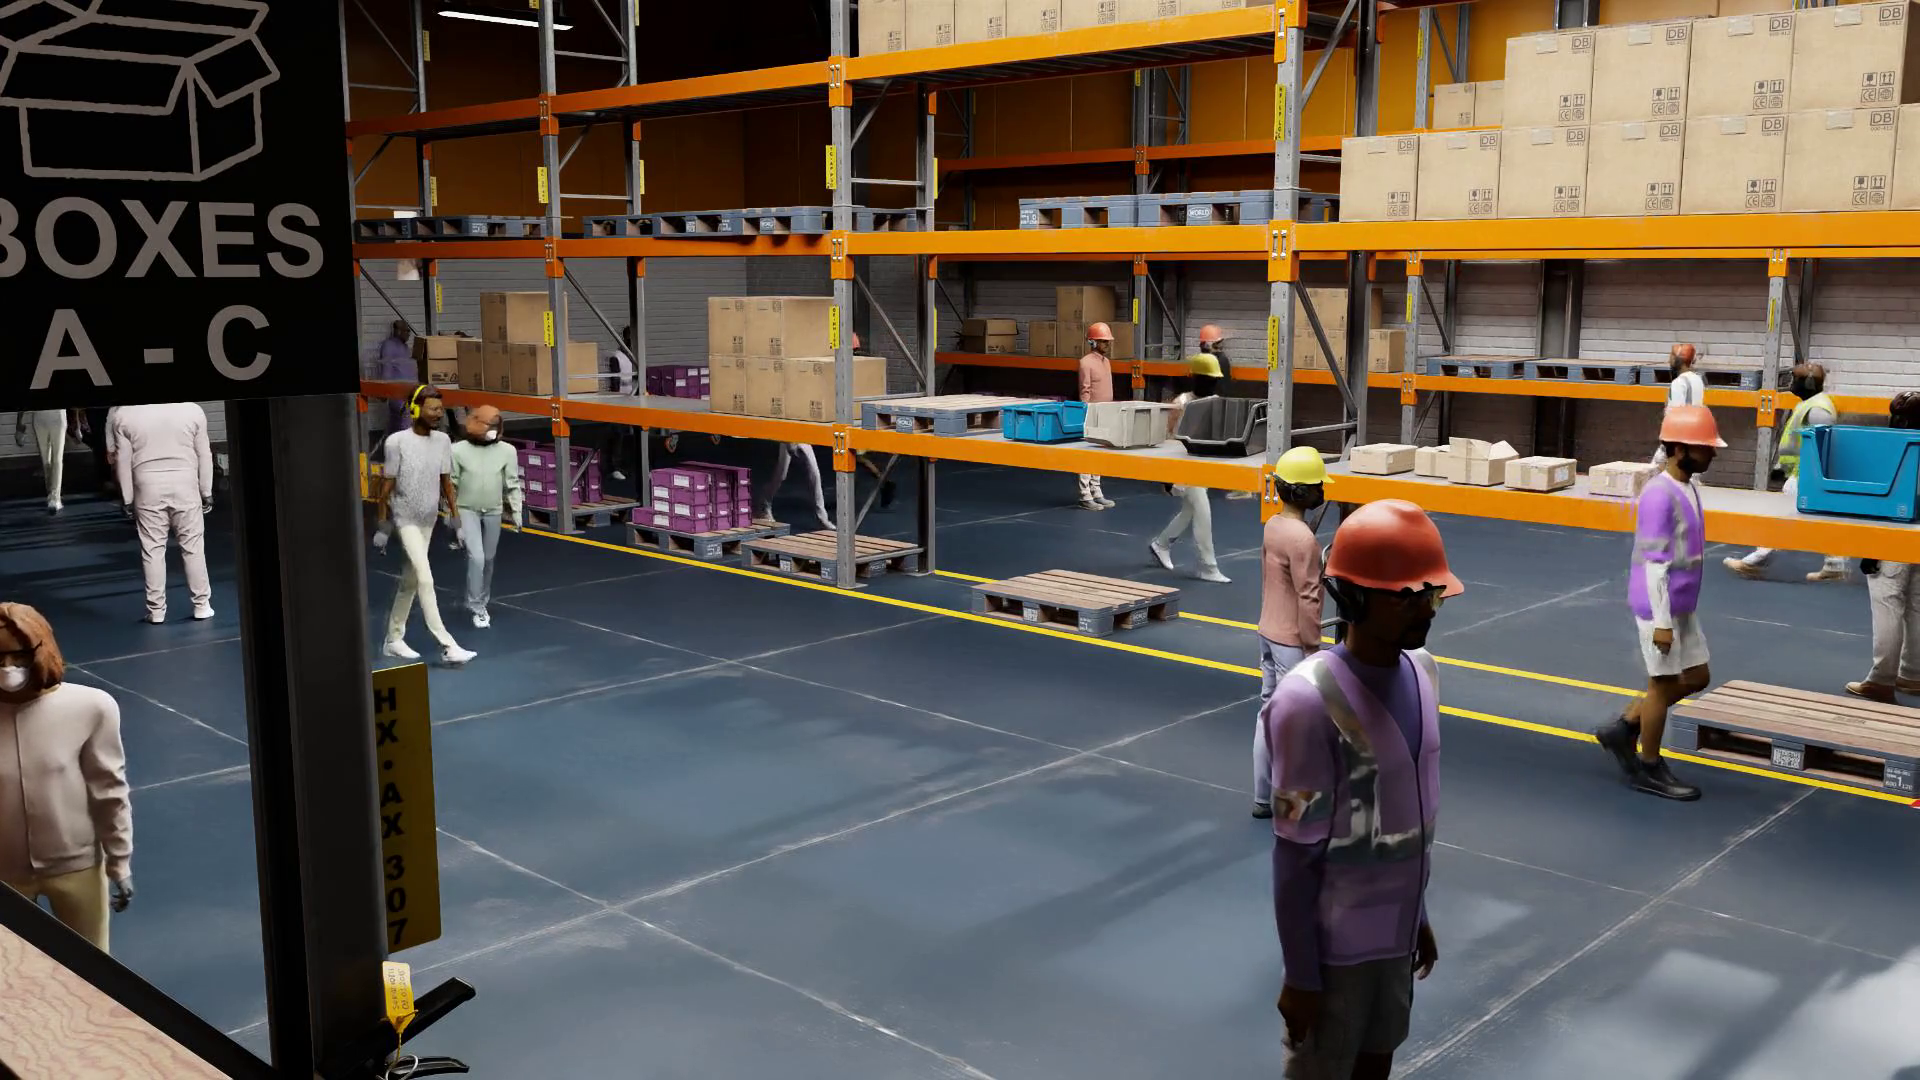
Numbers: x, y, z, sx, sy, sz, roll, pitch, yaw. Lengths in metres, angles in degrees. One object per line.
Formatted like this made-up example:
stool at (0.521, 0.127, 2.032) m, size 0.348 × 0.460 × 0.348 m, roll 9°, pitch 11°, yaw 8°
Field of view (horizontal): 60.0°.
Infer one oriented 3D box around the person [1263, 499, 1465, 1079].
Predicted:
person at (0.961, 0.912, 3.912) m, size 0.393 × 2.041 × 0.614 m, roll 9°, pitch 13°, yaw 42°

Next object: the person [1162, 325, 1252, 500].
person at (2.807, -1.407, 18.478) m, size 1.043 × 1.945 × 0.615 m, roll 7°, pitch 11°, yaw 36°

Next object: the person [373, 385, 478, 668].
person at (-3.441, -0.086, 10.721) m, size 0.953 × 1.814 × 0.520 m, roll 5°, pitch 10°, yaw 28°

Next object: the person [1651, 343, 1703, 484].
person at (6.761, -0.949, 15.922) m, size 0.581 × 1.853 × 0.758 m, roll -8°, pitch 12°, yaw -40°

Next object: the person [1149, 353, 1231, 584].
person at (1.915, -0.621, 13.824) m, size 0.594 × 1.888 × 0.941 m, roll -8°, pitch 12°, yaw -41°

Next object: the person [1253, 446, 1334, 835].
person at (1.518, 0.457, 7.551) m, size 0.308 × 1.769 × 0.525 m, roll -1°, pitch 9°, yaw -9°

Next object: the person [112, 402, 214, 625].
person at (-5.734, -0.343, 12.020) m, size 0.636 × 1.911 × 0.405 m, roll -4°, pitch 10°, yaw -25°

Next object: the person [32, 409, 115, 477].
person at (-11.080, -1.773, 20.673) m, size 0.630 × 1.967 × 0.894 m, roll 7°, pitch 12°, yaw 38°

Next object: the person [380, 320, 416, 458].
person at (-7.460, -2.018, 22.390) m, size 0.796 × 1.870 × 0.657 m, roll 1°, pitch 9°, yaw 3°

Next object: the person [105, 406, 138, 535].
person at (-7.866, -0.915, 15.909) m, size 0.607 × 1.780 × 0.899 m, roll 0°, pitch 9°, yaw -1°

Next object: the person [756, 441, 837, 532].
person at (-1.641, -0.996, 16.325) m, size 1.006 × 1.824 × 0.529 m, roll 8°, pitch 12°, yaw 39°

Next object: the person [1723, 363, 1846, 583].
person at (6.824, -0.543, 13.589) m, size 0.964 × 1.794 × 0.643 m, roll 4°, pitch 10°, yaw 25°

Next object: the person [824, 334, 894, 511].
person at (-1.076, -1.232, 17.451) m, size 0.724 × 1.919 × 0.560 m, roll 6°, pitch 11°, yaw 32°

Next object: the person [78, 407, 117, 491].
person at (-9.825, -1.578, 19.187) m, size 0.719 × 2.000 × 0.570 m, roll -7°, pitch 12°, yaw -38°

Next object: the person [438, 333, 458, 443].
person at (-7.467, -2.119, 23.643) m, size 0.557 × 1.652 × 0.835 m, roll 4°, pitch 10°, yaw 22°

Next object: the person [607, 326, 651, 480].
person at (-4.000, -1.647, 20.130) m, size 0.758 × 1.872 × 0.607 m, roll 5°, pitch 11°, yaw 29°

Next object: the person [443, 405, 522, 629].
person at (-3.398, -0.165, 11.855) m, size 0.517 × 1.598 × 0.715 m, roll -6°, pitch 11°, yaw -32°

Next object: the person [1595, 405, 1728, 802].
person at (3.402, 0.304, 8.012) m, size 0.458 × 1.920 × 0.558 m, roll 7°, pitch 12°, yaw 39°

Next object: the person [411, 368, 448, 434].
person at (-6.739, -1.679, 21.166) m, size 0.530 × 1.581 × 0.887 m, roll 9°, pitch 13°, yaw 43°

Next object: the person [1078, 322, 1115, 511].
person at (1.460, -1.315, 17.711) m, size 0.388 × 1.992 × 0.625 m, roll 5°, pitch 11°, yaw 28°

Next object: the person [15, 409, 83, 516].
person at (-9.500, -1.155, 17.306) m, size 0.569 × 1.799 × 1.005 m, roll -3°, pitch 10°, yaw -18°

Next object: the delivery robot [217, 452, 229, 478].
delivery robot at (-8.278, -0.917, 19.390) m, size 0.707 × 0.478 × 0.477 m, roll -4°, pitch 10°, yaw -25°

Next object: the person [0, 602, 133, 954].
person at (-2.669, 0.974, 4.817) m, size 0.507 × 1.627 × 0.279 m, roll -4°, pitch 10°, yaw -25°

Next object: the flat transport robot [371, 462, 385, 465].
flat transport robot at (-7.317, -0.803, 19.848) m, size 1.431 × 0.197 × 0.652 m, roll -2°, pitch 9°, yaw -11°

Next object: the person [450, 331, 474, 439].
person at (-7.456, -2.300, 24.873) m, size 0.519 × 1.633 × 0.311 m, roll -3°, pitch 10°, yaw -16°

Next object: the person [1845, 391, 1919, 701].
person at (5.591, 0.035, 9.906) m, size 0.637 × 1.842 × 0.429 m, roll -5°, pitch 10°, yaw -28°

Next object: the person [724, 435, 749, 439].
person at (-3.410, -2.496, 25.162) m, size 0.364 × 1.927 × 0.587 m, roll -6°, pitch 11°, yaw -33°
